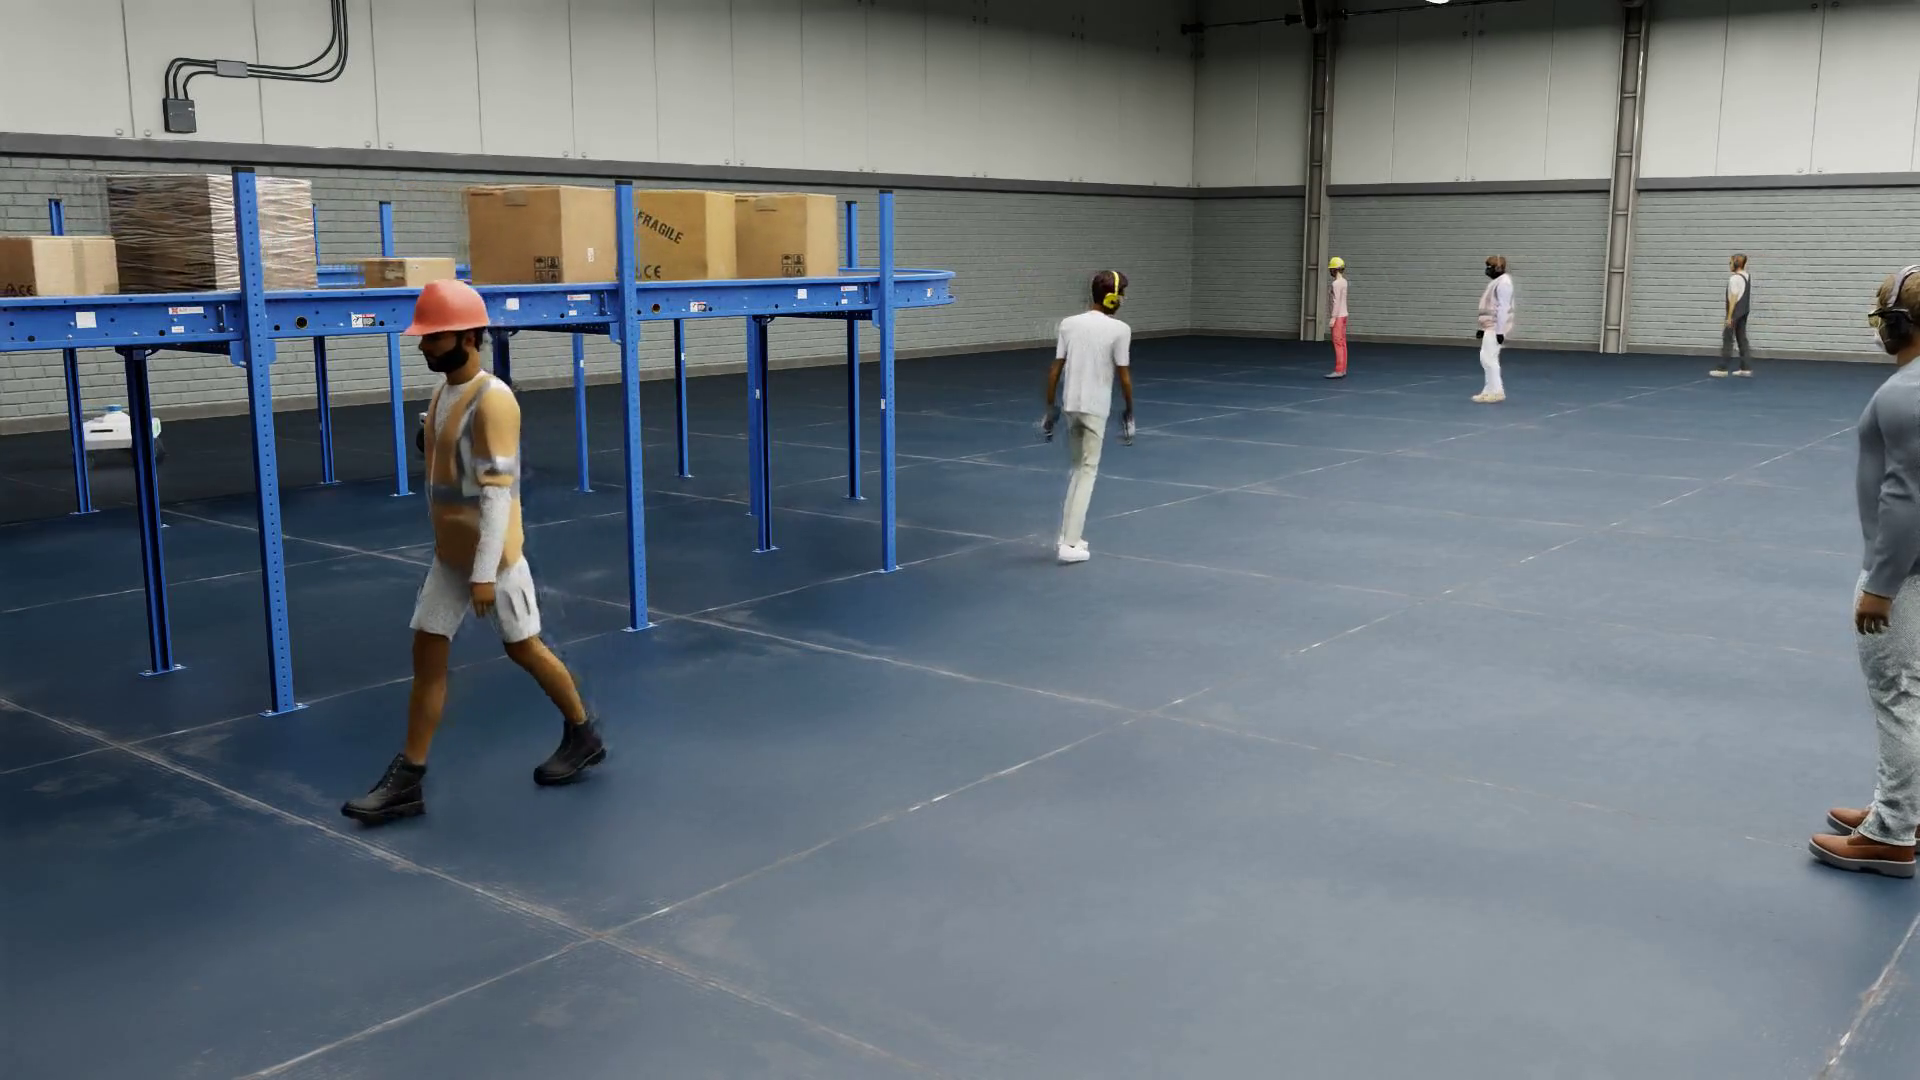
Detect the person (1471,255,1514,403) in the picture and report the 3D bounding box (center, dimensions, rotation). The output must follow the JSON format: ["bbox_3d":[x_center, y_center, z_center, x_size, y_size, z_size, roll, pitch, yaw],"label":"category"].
[{"bbox_3d":[6.658,-2.625,20.712,0.429,1.837,0.652,2,10,11],"label":"person"}]

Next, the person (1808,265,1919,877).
[{"bbox_3d":[3.023,0.100,5.340,0.378,1.937,0.628,9,14,41],"label":"person"}]

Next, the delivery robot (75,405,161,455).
[{"bbox_3d":[-7.588,-0.974,14.965,0.707,0.478,0.477,-5,11,-27],"label":"delivery robot"}]

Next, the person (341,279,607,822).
[{"bbox_3d":[-1.718,0.018,5.942,1.015,1.888,0.561,-10,14,-43],"label":"person"}]

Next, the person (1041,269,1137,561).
[{"bbox_3d":[0.807,-0.781,10.503,0.533,1.827,0.579,8,13,37],"label":"person"}]

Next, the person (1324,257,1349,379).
[{"bbox_3d":[5.531,-3.263,24.447,0.327,1.765,0.528,5,12,28],"label":"person"}]

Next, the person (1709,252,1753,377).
[{"bbox_3d":[11.544,-3.357,24.780,0.511,1.846,0.398,-7,13,-35],"label":"person"}]

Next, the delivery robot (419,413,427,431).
[{"bbox_3d":[-4.723,-1.114,15.746,0.707,0.478,0.477,-7,12,-34],"label":"delivery robot"}]
